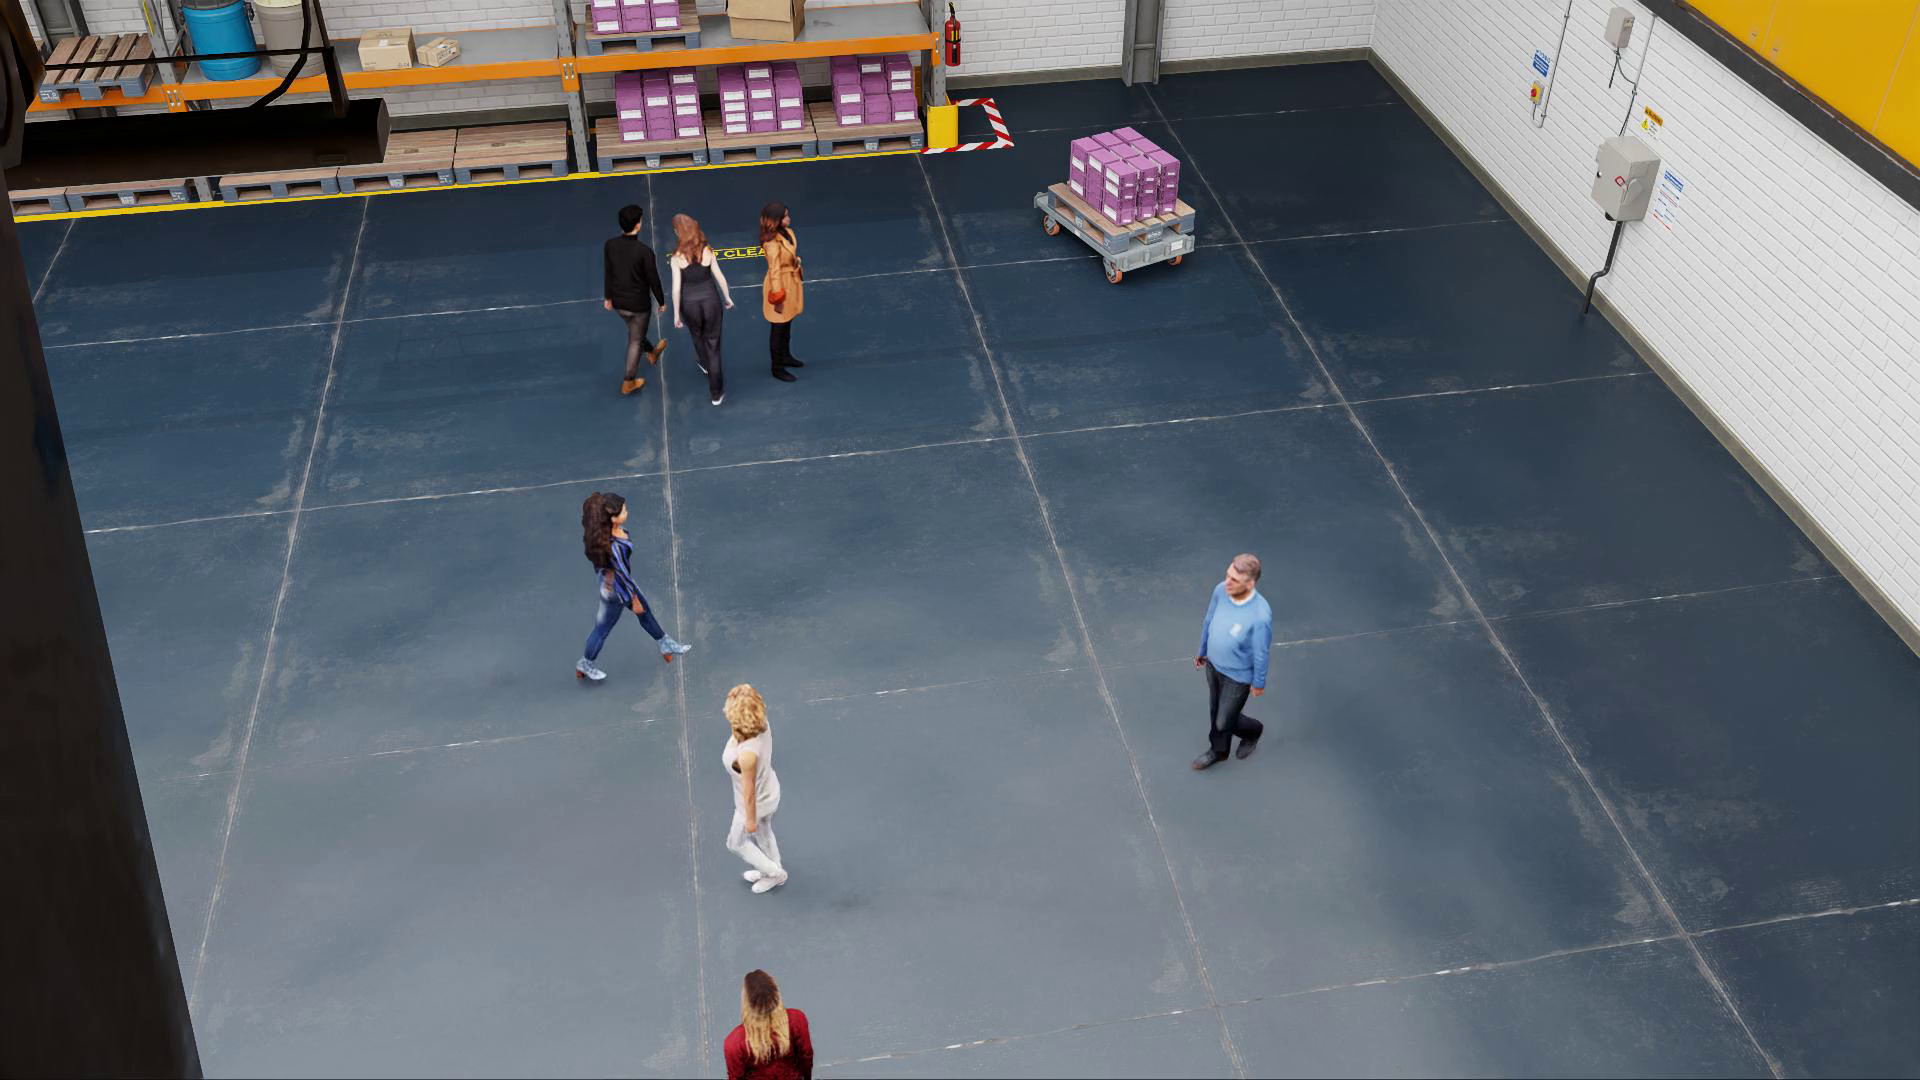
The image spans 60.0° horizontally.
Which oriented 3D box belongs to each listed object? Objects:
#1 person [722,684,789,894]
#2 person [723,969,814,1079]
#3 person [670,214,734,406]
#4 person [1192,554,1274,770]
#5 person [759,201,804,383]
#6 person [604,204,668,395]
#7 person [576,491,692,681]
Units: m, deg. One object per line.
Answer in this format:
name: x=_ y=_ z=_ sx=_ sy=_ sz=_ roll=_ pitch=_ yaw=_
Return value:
person: x=-1.165 y=1.546 z=10.046 sx=0.656 sy=1.660 sz=0.677 roll=3 pitch=39 yaw=4
person: x=-0.940 y=2.832 z=8.468 sx=0.833 sy=1.620 sz=0.833 roll=-19 pitch=42 yaw=-22
person: x=-2.244 y=-1.952 z=14.394 sx=0.915 sy=1.700 sz=0.740 roll=-6 pitch=39 yaw=-7
person: x=1.841 y=0.783 z=10.885 sx=0.860 sy=1.804 sz=0.790 roll=-20 pitch=43 yaw=-24
person: x=-1.574 y=-2.213 z=14.701 sx=0.720 sy=1.724 sz=0.756 roll=6 pitch=39 yaw=7
person: x=-2.914 y=-2.063 z=14.545 sx=1.084 sy=1.686 sz=1.076 roll=16 pitch=41 yaw=19
person: x=-2.470 y=0.377 z=11.581 sx=1.106 sy=1.571 sz=0.754 roll=-10 pitch=40 yaw=-13
